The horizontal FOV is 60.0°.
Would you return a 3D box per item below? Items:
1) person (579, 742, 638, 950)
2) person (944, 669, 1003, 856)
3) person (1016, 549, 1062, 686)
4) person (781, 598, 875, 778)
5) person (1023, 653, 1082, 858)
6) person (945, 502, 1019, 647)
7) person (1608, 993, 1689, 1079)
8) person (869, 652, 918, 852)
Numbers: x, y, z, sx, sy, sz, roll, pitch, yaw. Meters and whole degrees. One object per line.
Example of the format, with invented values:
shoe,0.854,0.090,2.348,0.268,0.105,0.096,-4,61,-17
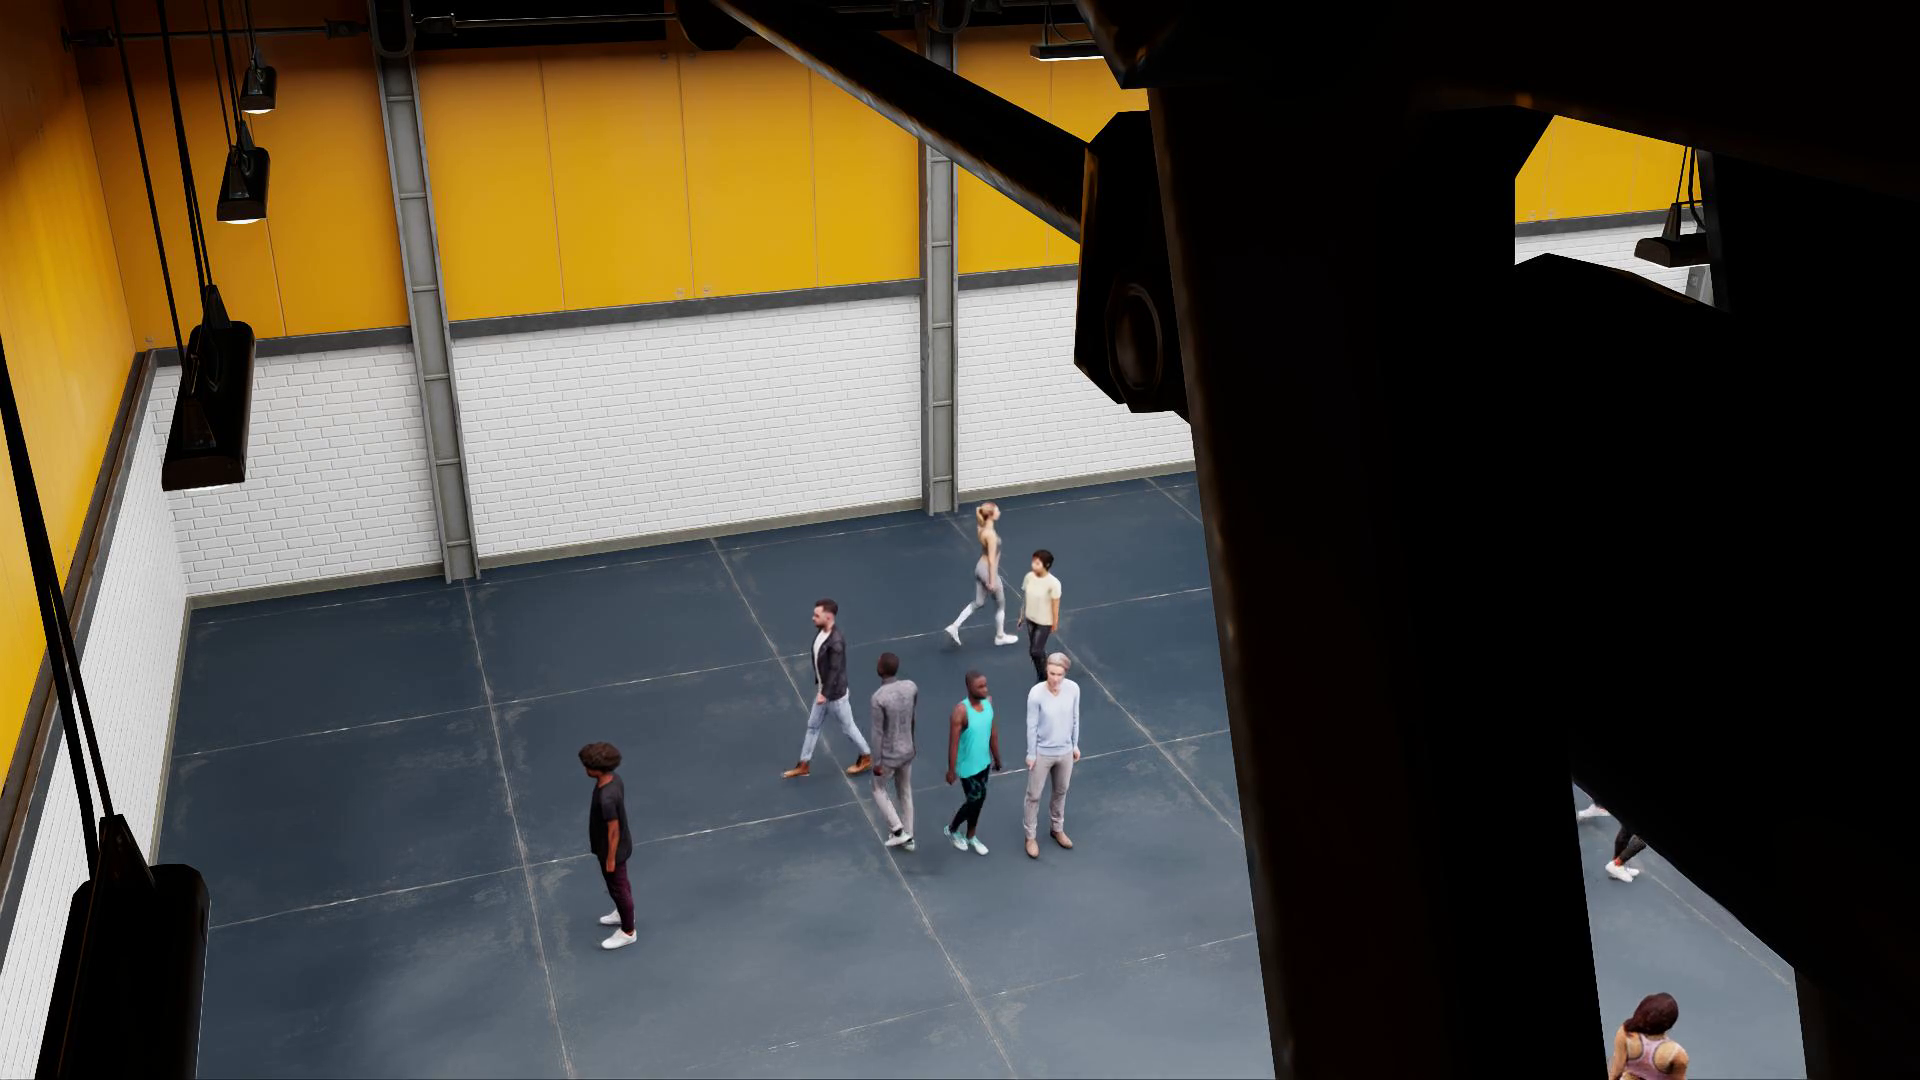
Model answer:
person,-2.732,2.364,13.057,0.587,1.780,0.653,-5,24,-12
person,0.038,1.867,14.174,0.851,1.797,0.761,18,29,35
person,0.856,0.806,16.875,0.688,1.577,0.674,-19,30,-36
person,-1.085,1.385,15.275,1.124,1.798,0.725,-11,26,-24
person,0.776,1.798,14.216,0.498,1.889,0.708,-9,25,-19
person,0.213,0.387,17.703,1.027,1.682,0.571,-9,25,-20
person,4.176,3.599,10.297,0.980,1.729,1.168,17,29,34
person,-0.502,1.863,14.167,0.915,1.809,0.812,20,30,38
